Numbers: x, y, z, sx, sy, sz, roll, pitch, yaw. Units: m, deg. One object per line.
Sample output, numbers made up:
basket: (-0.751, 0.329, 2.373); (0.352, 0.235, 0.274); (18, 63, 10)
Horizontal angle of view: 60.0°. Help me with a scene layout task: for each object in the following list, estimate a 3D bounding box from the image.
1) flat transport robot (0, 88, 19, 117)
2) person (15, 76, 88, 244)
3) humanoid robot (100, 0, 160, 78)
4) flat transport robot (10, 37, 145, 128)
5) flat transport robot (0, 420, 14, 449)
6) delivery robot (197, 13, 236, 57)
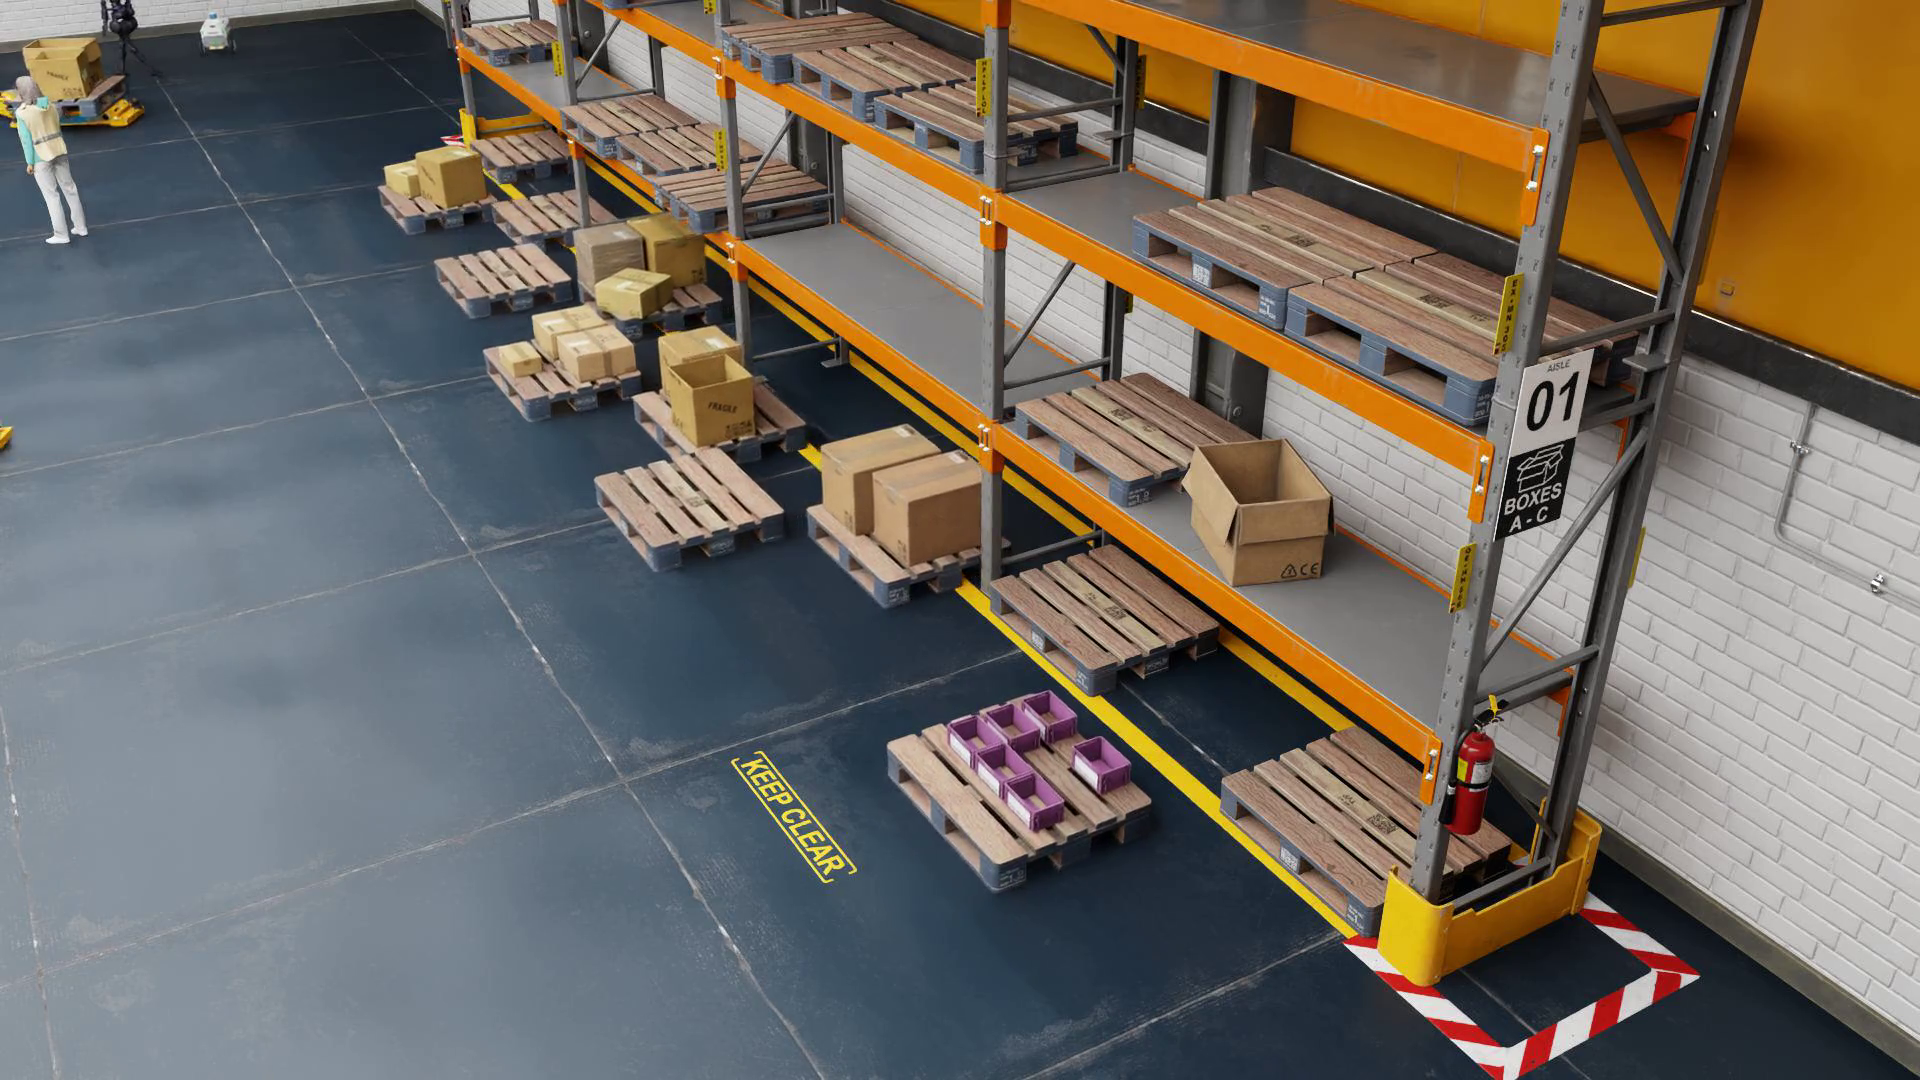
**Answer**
flat transport robot: (-12.015, -5.874, 22.002); (0.659, 0.231, 1.431); (21, 36, 32)
person: (-9.317, -3.883, 17.022); (0.366, 1.711, 0.465); (11, 31, 19)
humanoid robot: (-11.588, -7.210, 23.006); (0.763, 1.641, 0.597); (7, 30, 13)
flat transport robot: (-11.278, -5.452, 21.256); (1.431, 0.231, 0.659); (-3, 30, -5)
flat transport robot: (-7.824, -0.555, 12.611); (0.659, 0.231, 1.431); (-2, 30, -4)
delivery robot: (-10.955, -7.464, 24.505); (0.499, 0.580, 0.757); (-8, 30, -13)
